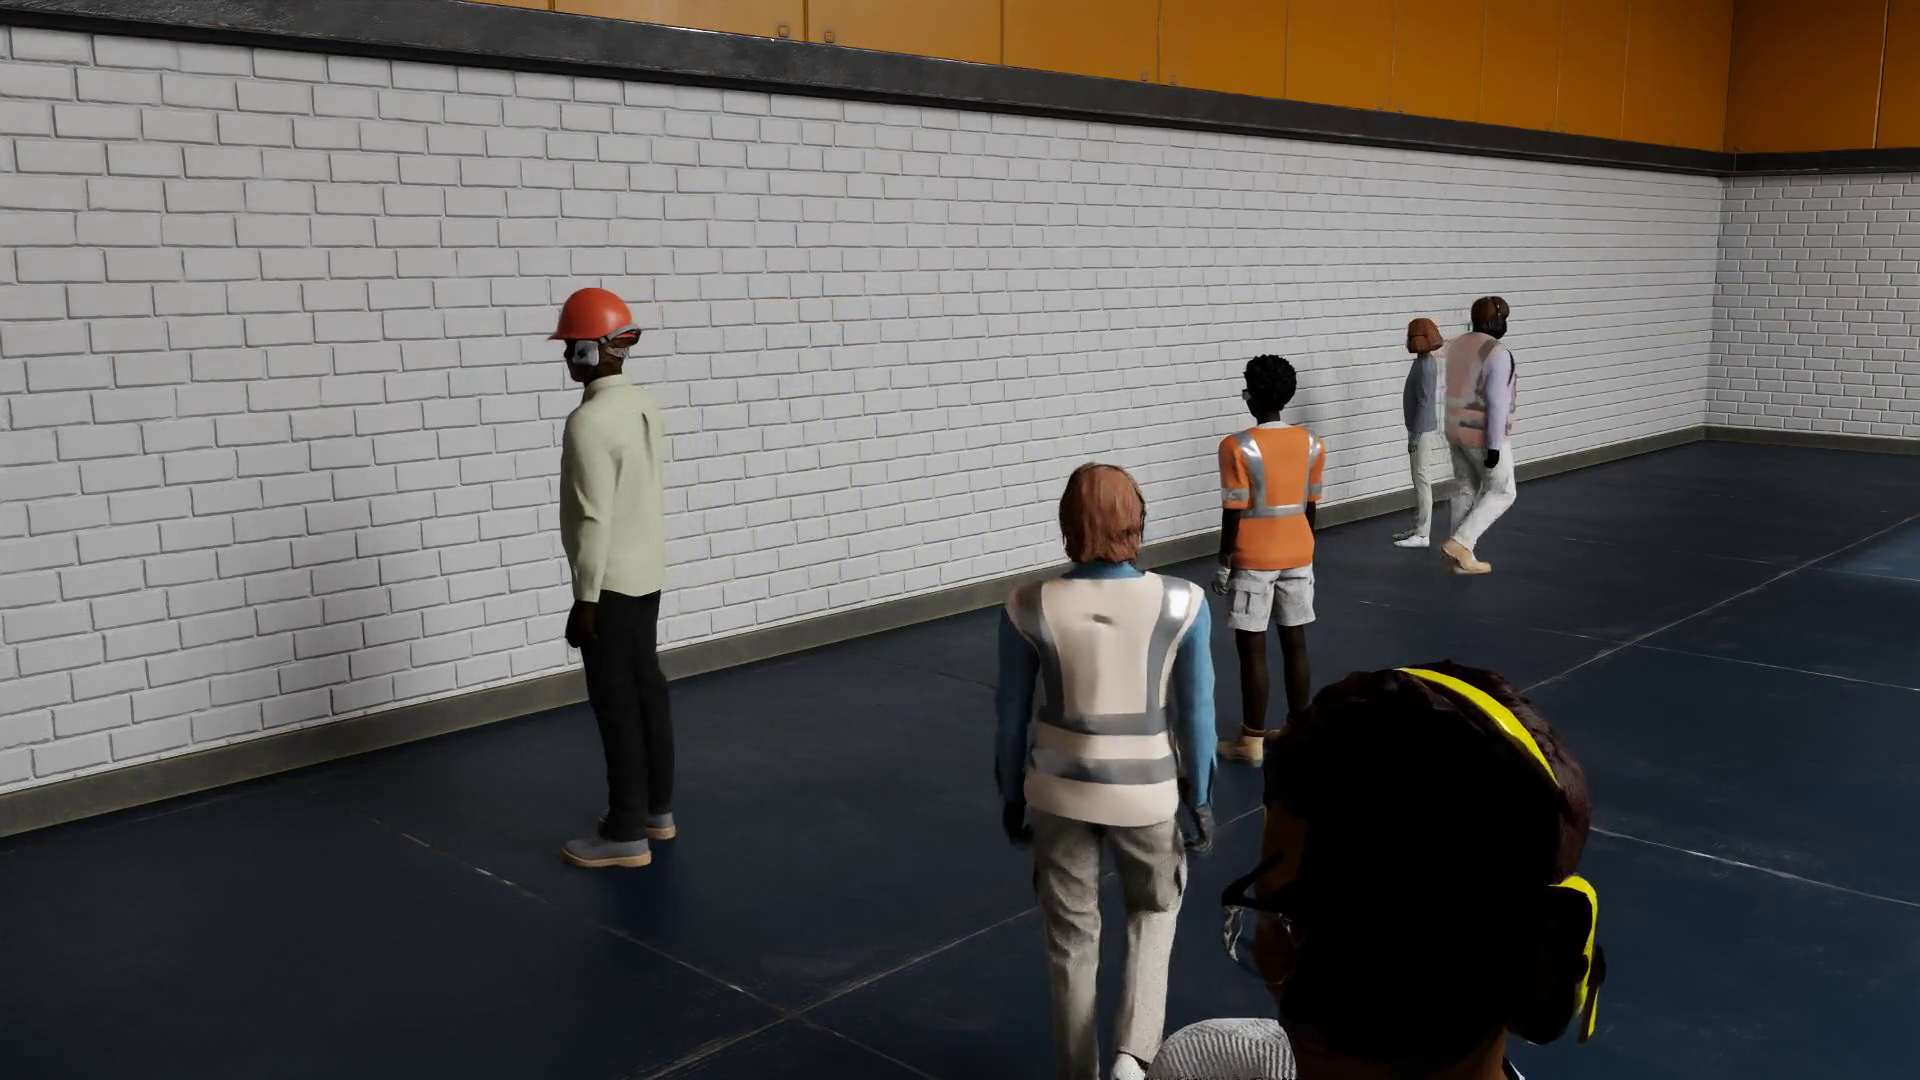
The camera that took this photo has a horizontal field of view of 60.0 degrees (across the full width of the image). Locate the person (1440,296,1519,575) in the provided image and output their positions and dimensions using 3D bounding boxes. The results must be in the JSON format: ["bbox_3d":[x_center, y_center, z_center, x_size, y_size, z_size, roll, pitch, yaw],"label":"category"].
[{"bbox_3d":[3.350,-0.655,10.737,0.433,1.829,0.632,-3,10,-18],"label":"person"}]

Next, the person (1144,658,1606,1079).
[{"bbox_3d":[0.312,0.992,1.219,0.526,1.869,0.315,8,13,40],"label":"person"}]

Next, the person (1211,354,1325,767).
[{"bbox_3d":[1.263,0.087,6.864,0.537,1.695,0.321,-6,12,-30],"label":"person"}]

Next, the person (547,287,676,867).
[{"bbox_3d":[-1.210,0.132,5.761,0.395,1.992,0.622,2,10,11],"label":"person"}]

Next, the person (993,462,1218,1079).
[{"bbox_3d":[0.342,0.627,3.971,0.540,1.624,0.388,1,10,8],"label":"person"}]

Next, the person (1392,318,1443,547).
[{"bbox_3d":[3.277,-0.767,11.902,0.288,1.634,0.499,3,10,14],"label":"person"}]
